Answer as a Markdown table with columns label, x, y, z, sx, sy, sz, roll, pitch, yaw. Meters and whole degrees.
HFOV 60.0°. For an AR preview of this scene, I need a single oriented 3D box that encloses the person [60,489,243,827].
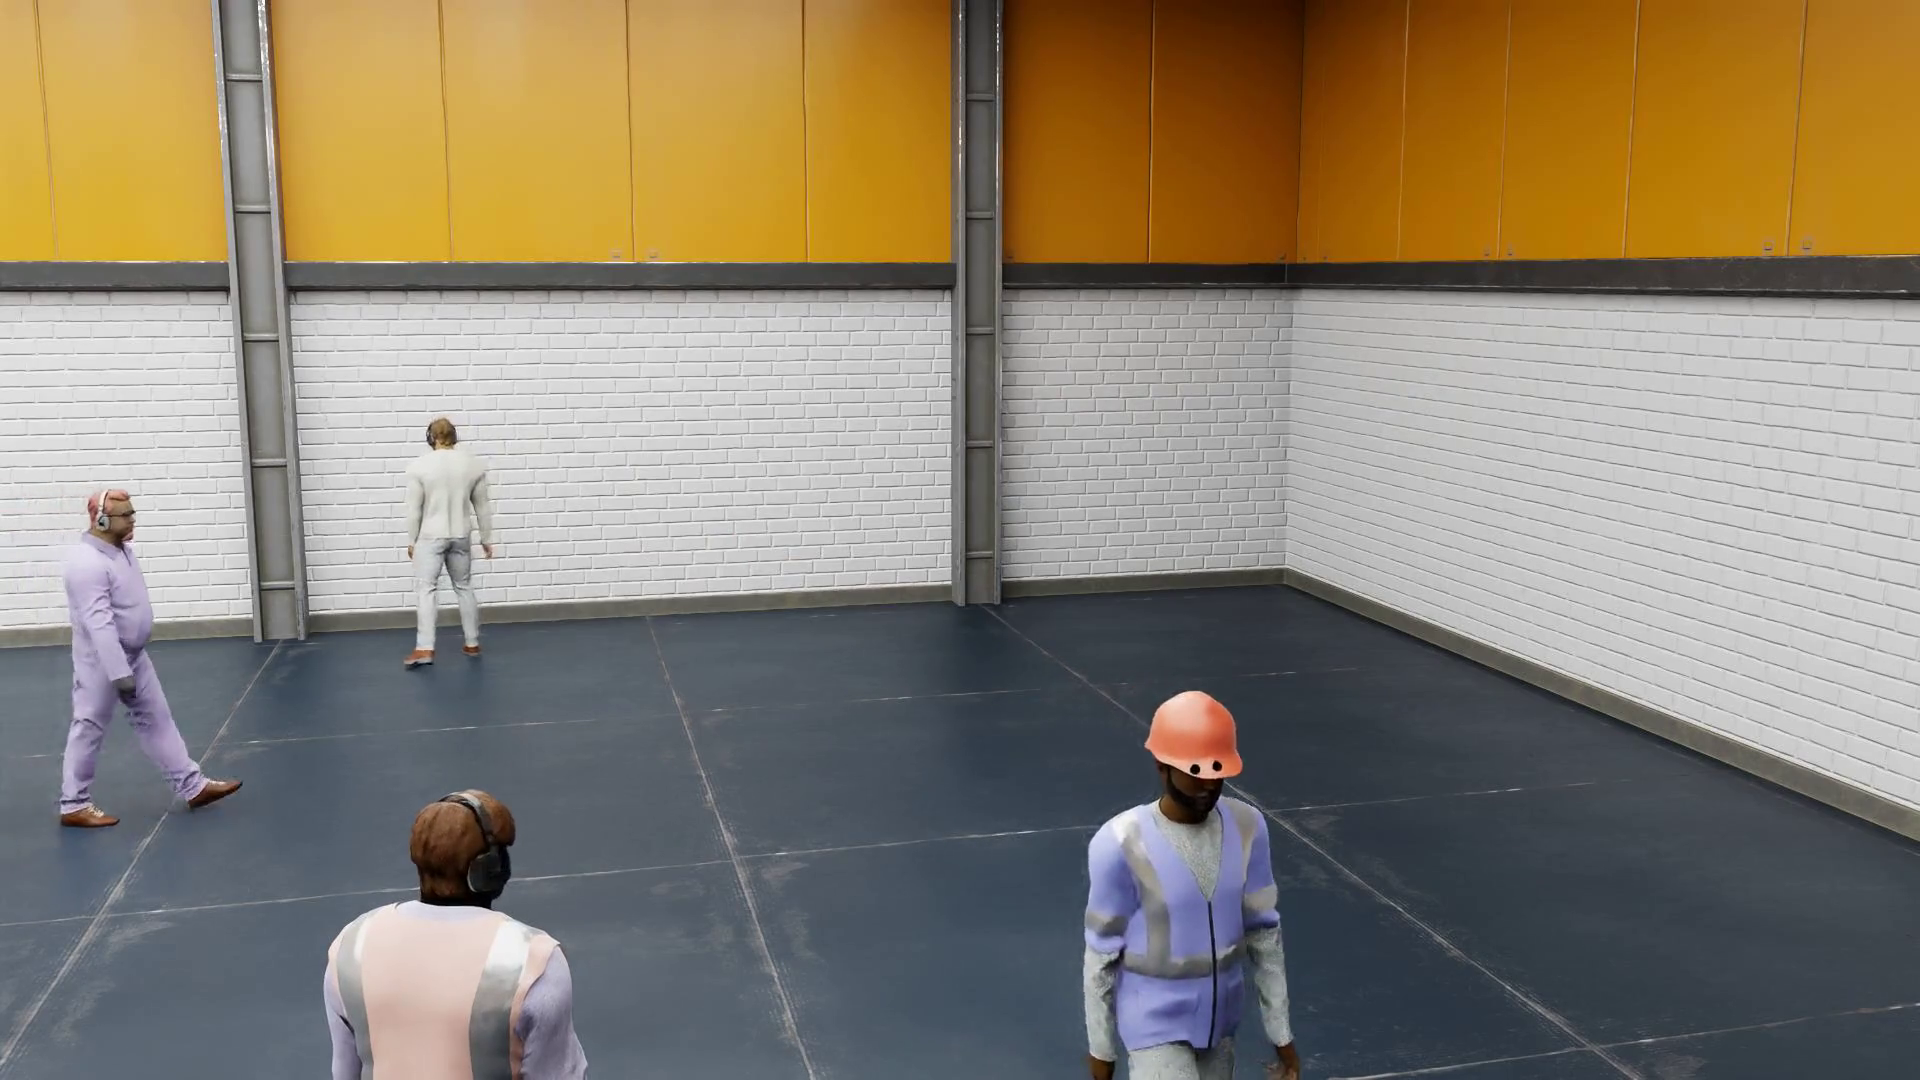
| label | x | y | z | sx | sy | sz | roll | pitch | yaw |
| --- | --- | --- | --- | --- | --- | --- | --- | --- | --- |
| person | -4.525 | 0.650 | 9.135 | 0.976 | 1.861 | 0.657 | -1 | 9 | -7 |

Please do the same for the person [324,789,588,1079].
| label | x | y | z | sx | sy | sz | roll | pitch | yaw |
| --- | --- | --- | --- | --- | --- | --- | --- | --- | --- |
| person | -1.150 | 1.493 | 3.950 | 0.633 | 1.839 | 0.429 | 2 | 9 | 15 |

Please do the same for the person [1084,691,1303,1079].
| label | x | y | z | sx | sy | sz | roll | pitch | yaw |
| --- | --- | --- | --- | --- | --- | --- | --- | --- | --- |
| person | 0.680 | 1.363 | 4.531 | 0.554 | 1.916 | 0.749 | -5 | 10 | -29 |

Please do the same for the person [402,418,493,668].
| label | x | y | z | sx | sy | sz | roll | pitch | yaw |
| --- | --- | --- | --- | --- | --- | --- | --- | --- | --- |
| person | -4.007 | 0.023 | 12.918 | 0.841 | 1.913 | 0.564 | -8 | 12 | -42 |
